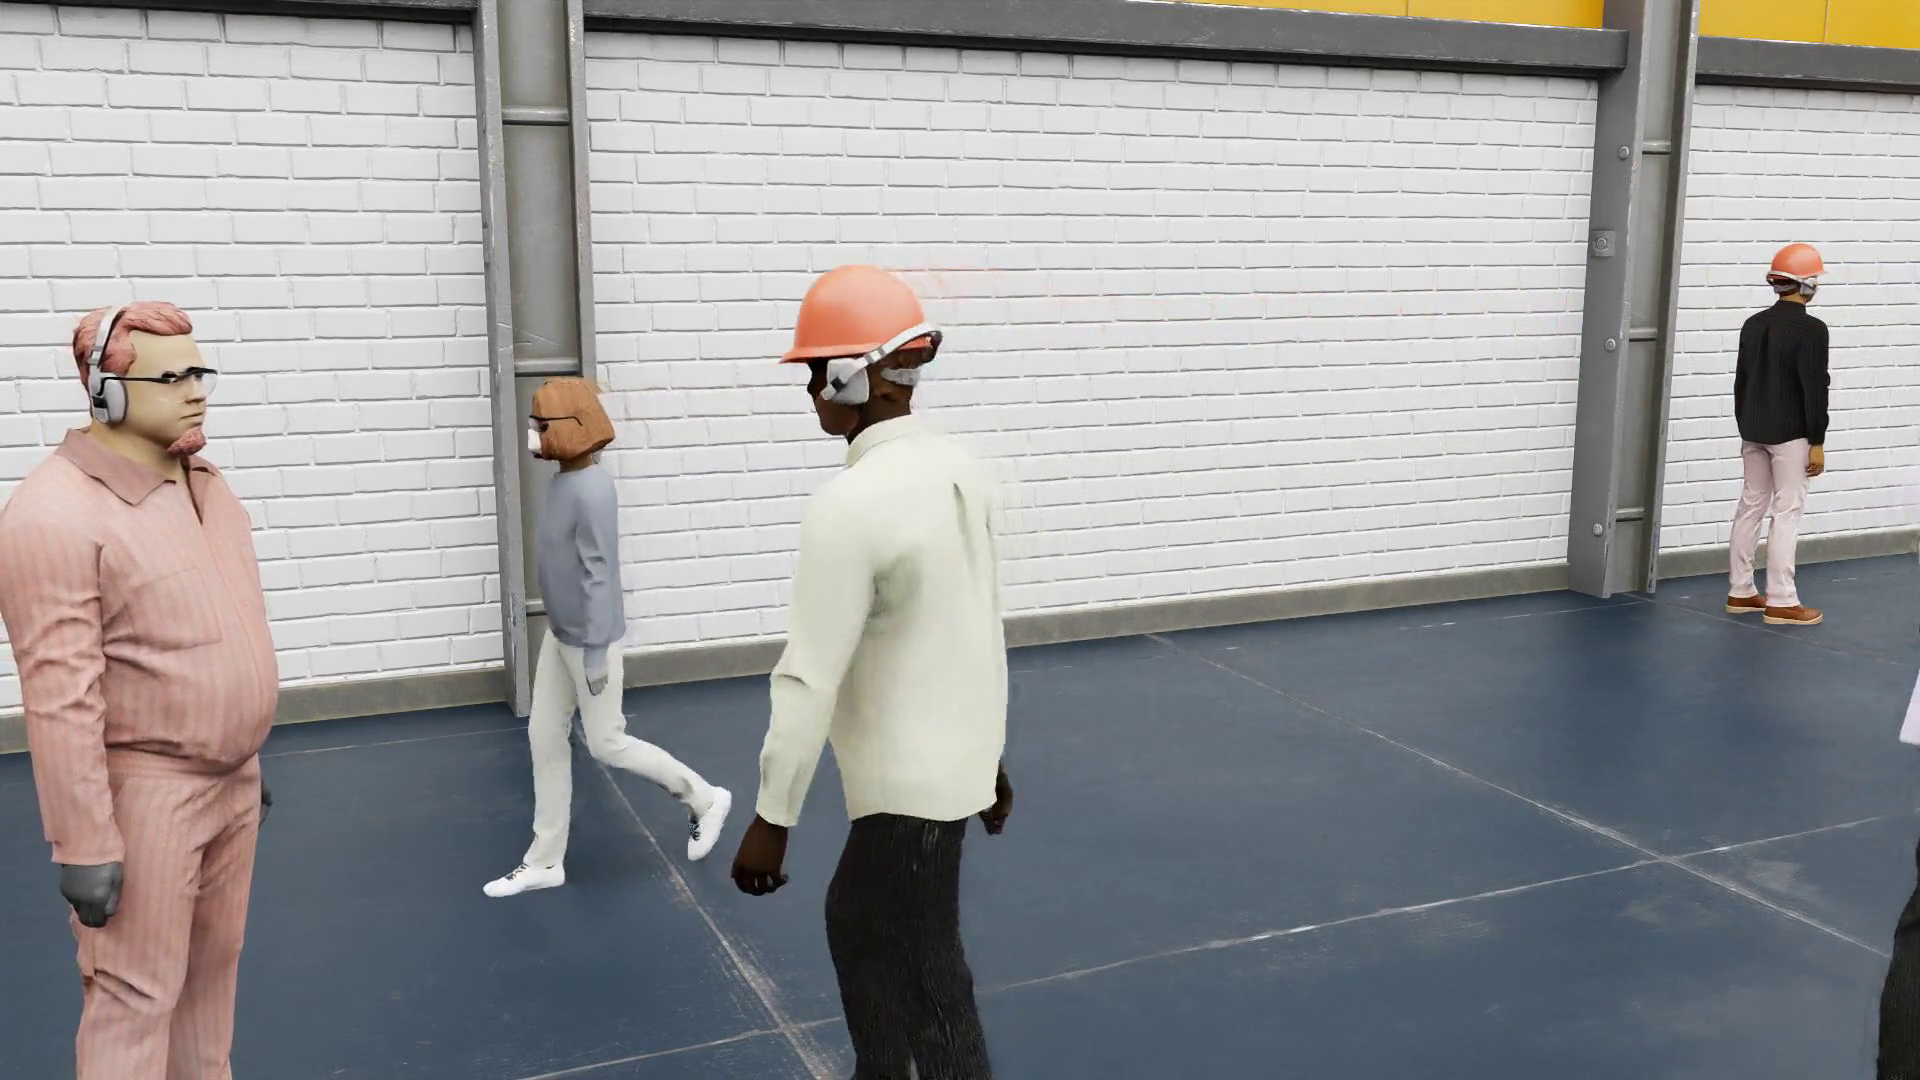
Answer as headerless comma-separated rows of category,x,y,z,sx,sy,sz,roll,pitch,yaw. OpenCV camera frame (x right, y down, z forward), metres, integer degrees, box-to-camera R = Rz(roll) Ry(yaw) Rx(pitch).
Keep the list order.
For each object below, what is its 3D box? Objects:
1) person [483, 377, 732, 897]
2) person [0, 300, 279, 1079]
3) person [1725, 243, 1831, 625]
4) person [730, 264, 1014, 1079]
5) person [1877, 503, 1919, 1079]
person,-1.113,0.294,5.158,0.724,1.609,0.504,-6,12,-30
person,-1.538,0.491,3.266,0.403,1.906,0.651,1,10,3
person,4.341,-0.556,8.785,0.373,1.997,0.618,-3,11,-14
person,-0.185,0.460,3.263,0.730,1.961,0.638,3,11,19
person,2.320,0.456,3.487,0.846,1.886,0.625,-3,11,-16
